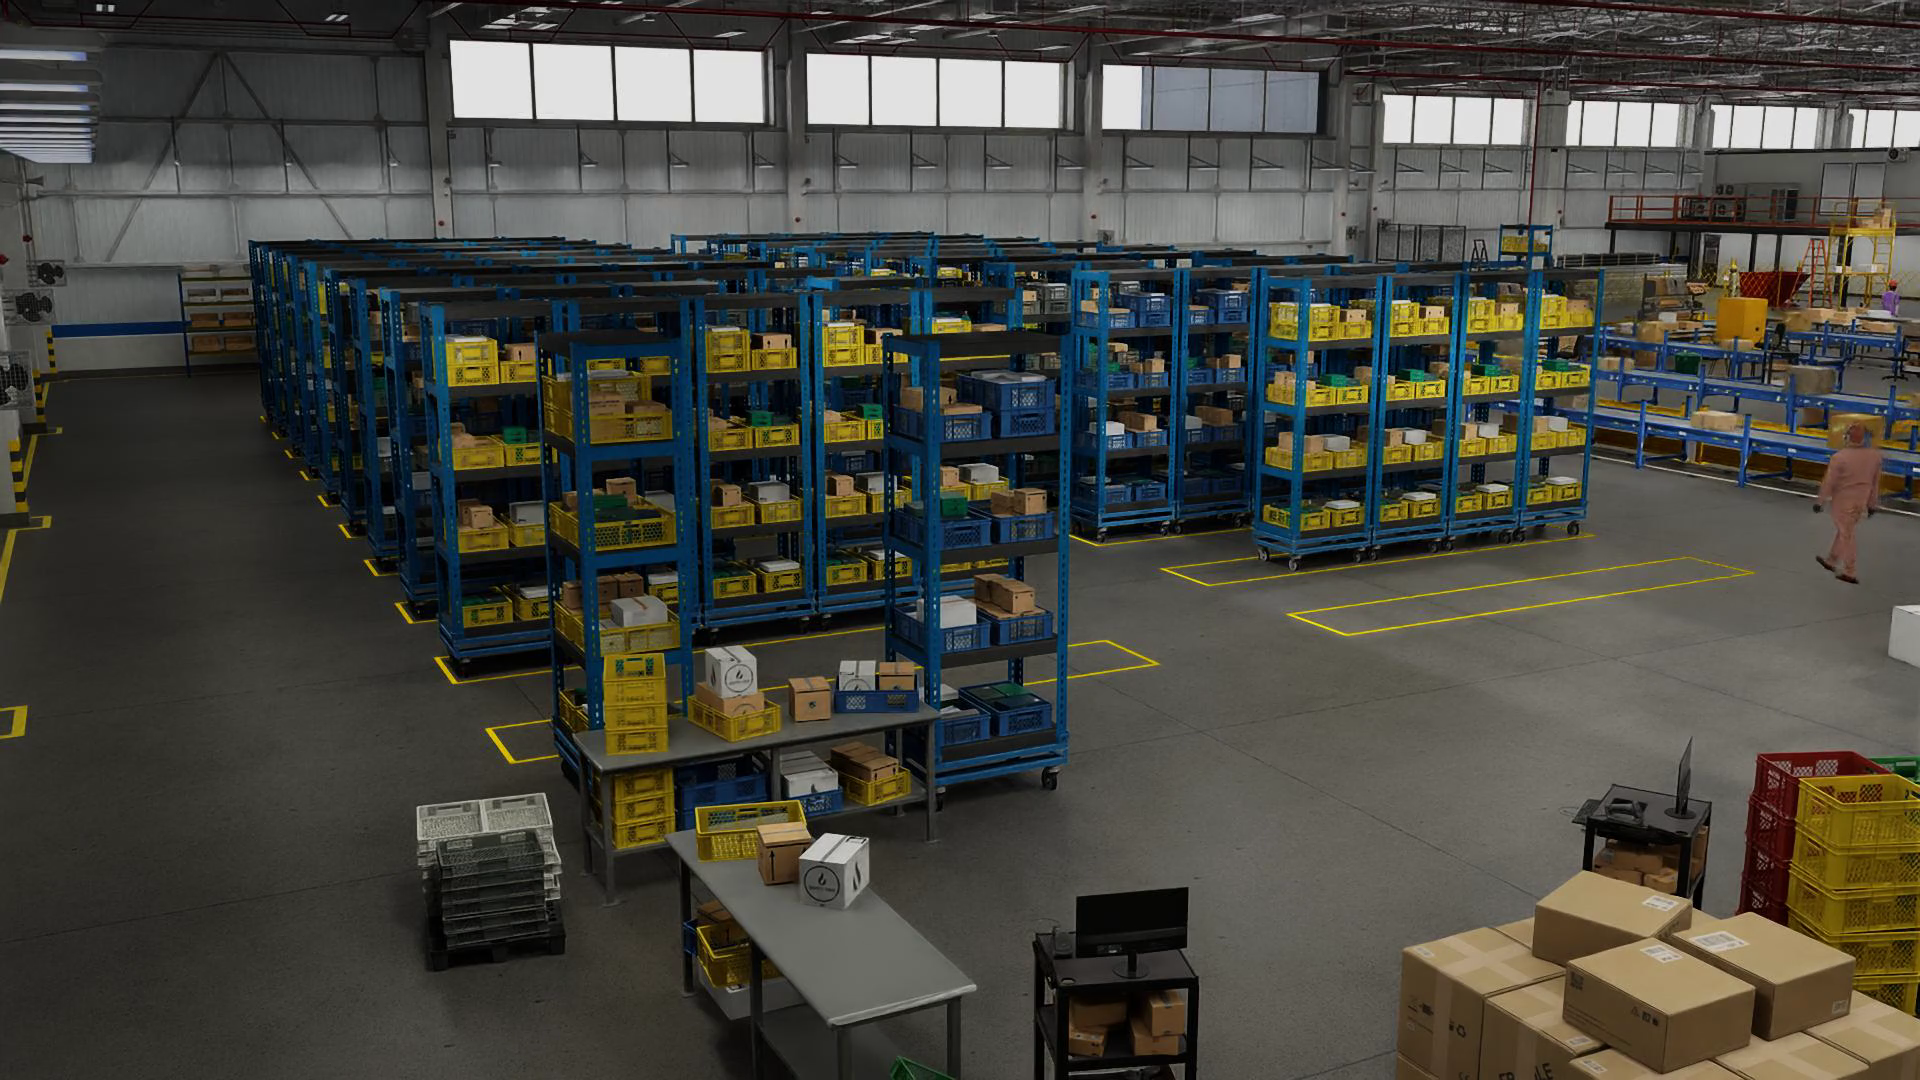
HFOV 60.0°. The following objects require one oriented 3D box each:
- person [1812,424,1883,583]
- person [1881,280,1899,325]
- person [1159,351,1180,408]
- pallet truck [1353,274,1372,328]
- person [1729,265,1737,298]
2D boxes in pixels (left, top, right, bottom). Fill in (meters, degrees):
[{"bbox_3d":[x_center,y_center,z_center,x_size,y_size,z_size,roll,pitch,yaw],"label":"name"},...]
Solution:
[{"bbox_3d":[10.643,-0.471,20.087,0.668,1.862,0.950,-2,12,-11],"label":"person"},{"bbox_3d":[27.363,-6.672,48.926,0.346,1.942,0.550,-6,13,-25],"label":"person"},{"bbox_3d":[4.470,-3.660,35.094,0.589,1.832,0.577,-3,12,-14],"label":"person"},{"bbox_3d":[13.011,-8.050,55.243,0.823,1.965,1.885,-7,14,-28],"label":"pallet truck"},{"bbox_3d":[28.912,-9.436,62.322,0.297,1.744,0.487,4,13,20],"label":"person"}]
